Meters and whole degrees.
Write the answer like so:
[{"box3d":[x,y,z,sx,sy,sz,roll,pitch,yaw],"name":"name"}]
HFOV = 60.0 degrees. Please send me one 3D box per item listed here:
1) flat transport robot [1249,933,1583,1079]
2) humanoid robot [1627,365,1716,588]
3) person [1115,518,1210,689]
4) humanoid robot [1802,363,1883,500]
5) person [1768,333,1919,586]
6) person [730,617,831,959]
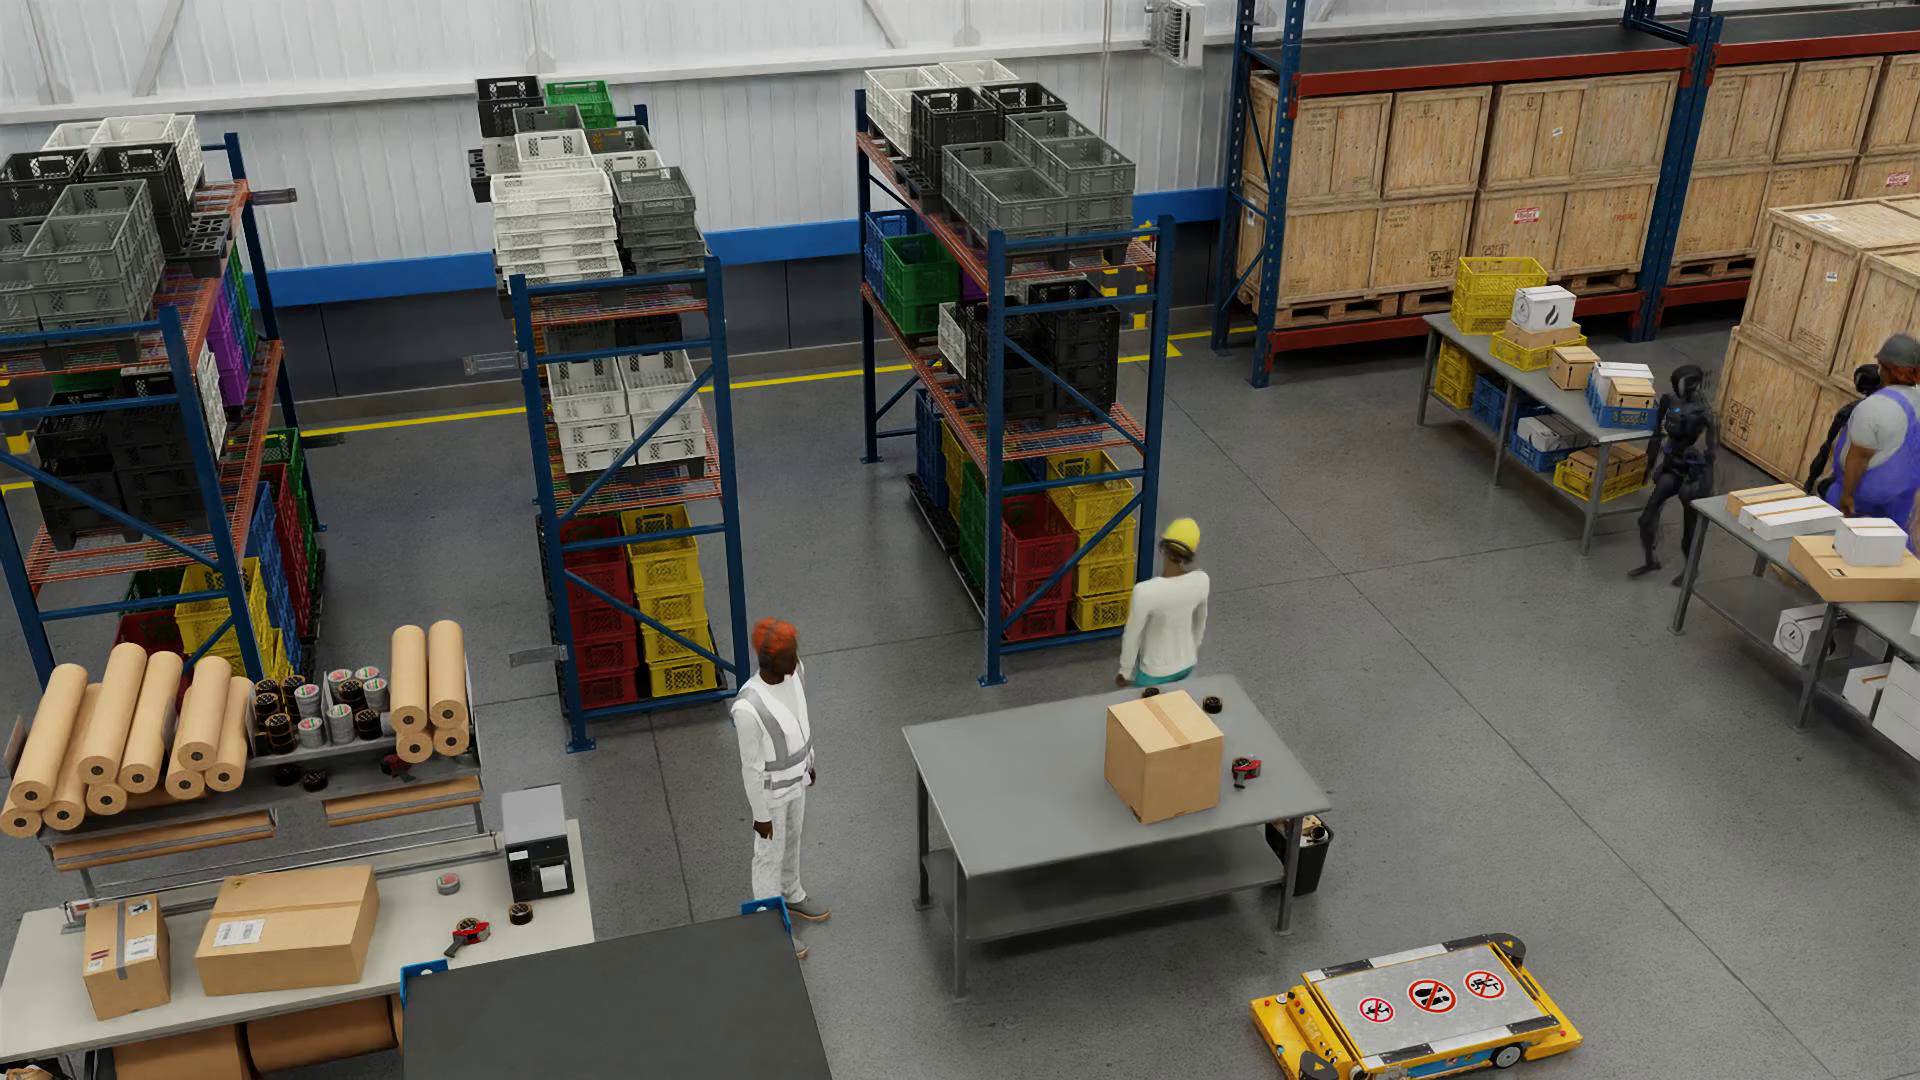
[{"box3d":[2.184,2.282,7.980,1.431,0.197,0.652,-8,30,-14],"name":"flat transport robot"},{"box3d":[5.015,-0.420,11.483,0.564,1.624,0.728,-14,32,-24],"name":"humanoid robot"},{"box3d":[1.125,0.670,9.434,0.565,1.723,0.445,-19,34,-31],"name":"person"},{"box3d":[6.148,-0.449,11.513,0.629,1.654,0.382,-11,31,-19],"name":"humanoid robot"},{"box3d":[6.126,-0.451,11.144,0.694,2.000,1.002,-7,30,-13],"name":"person"},{"box3d":[-0.888,1.216,8.274,0.356,1.882,0.574,10,30,17],"name":"person"}]
